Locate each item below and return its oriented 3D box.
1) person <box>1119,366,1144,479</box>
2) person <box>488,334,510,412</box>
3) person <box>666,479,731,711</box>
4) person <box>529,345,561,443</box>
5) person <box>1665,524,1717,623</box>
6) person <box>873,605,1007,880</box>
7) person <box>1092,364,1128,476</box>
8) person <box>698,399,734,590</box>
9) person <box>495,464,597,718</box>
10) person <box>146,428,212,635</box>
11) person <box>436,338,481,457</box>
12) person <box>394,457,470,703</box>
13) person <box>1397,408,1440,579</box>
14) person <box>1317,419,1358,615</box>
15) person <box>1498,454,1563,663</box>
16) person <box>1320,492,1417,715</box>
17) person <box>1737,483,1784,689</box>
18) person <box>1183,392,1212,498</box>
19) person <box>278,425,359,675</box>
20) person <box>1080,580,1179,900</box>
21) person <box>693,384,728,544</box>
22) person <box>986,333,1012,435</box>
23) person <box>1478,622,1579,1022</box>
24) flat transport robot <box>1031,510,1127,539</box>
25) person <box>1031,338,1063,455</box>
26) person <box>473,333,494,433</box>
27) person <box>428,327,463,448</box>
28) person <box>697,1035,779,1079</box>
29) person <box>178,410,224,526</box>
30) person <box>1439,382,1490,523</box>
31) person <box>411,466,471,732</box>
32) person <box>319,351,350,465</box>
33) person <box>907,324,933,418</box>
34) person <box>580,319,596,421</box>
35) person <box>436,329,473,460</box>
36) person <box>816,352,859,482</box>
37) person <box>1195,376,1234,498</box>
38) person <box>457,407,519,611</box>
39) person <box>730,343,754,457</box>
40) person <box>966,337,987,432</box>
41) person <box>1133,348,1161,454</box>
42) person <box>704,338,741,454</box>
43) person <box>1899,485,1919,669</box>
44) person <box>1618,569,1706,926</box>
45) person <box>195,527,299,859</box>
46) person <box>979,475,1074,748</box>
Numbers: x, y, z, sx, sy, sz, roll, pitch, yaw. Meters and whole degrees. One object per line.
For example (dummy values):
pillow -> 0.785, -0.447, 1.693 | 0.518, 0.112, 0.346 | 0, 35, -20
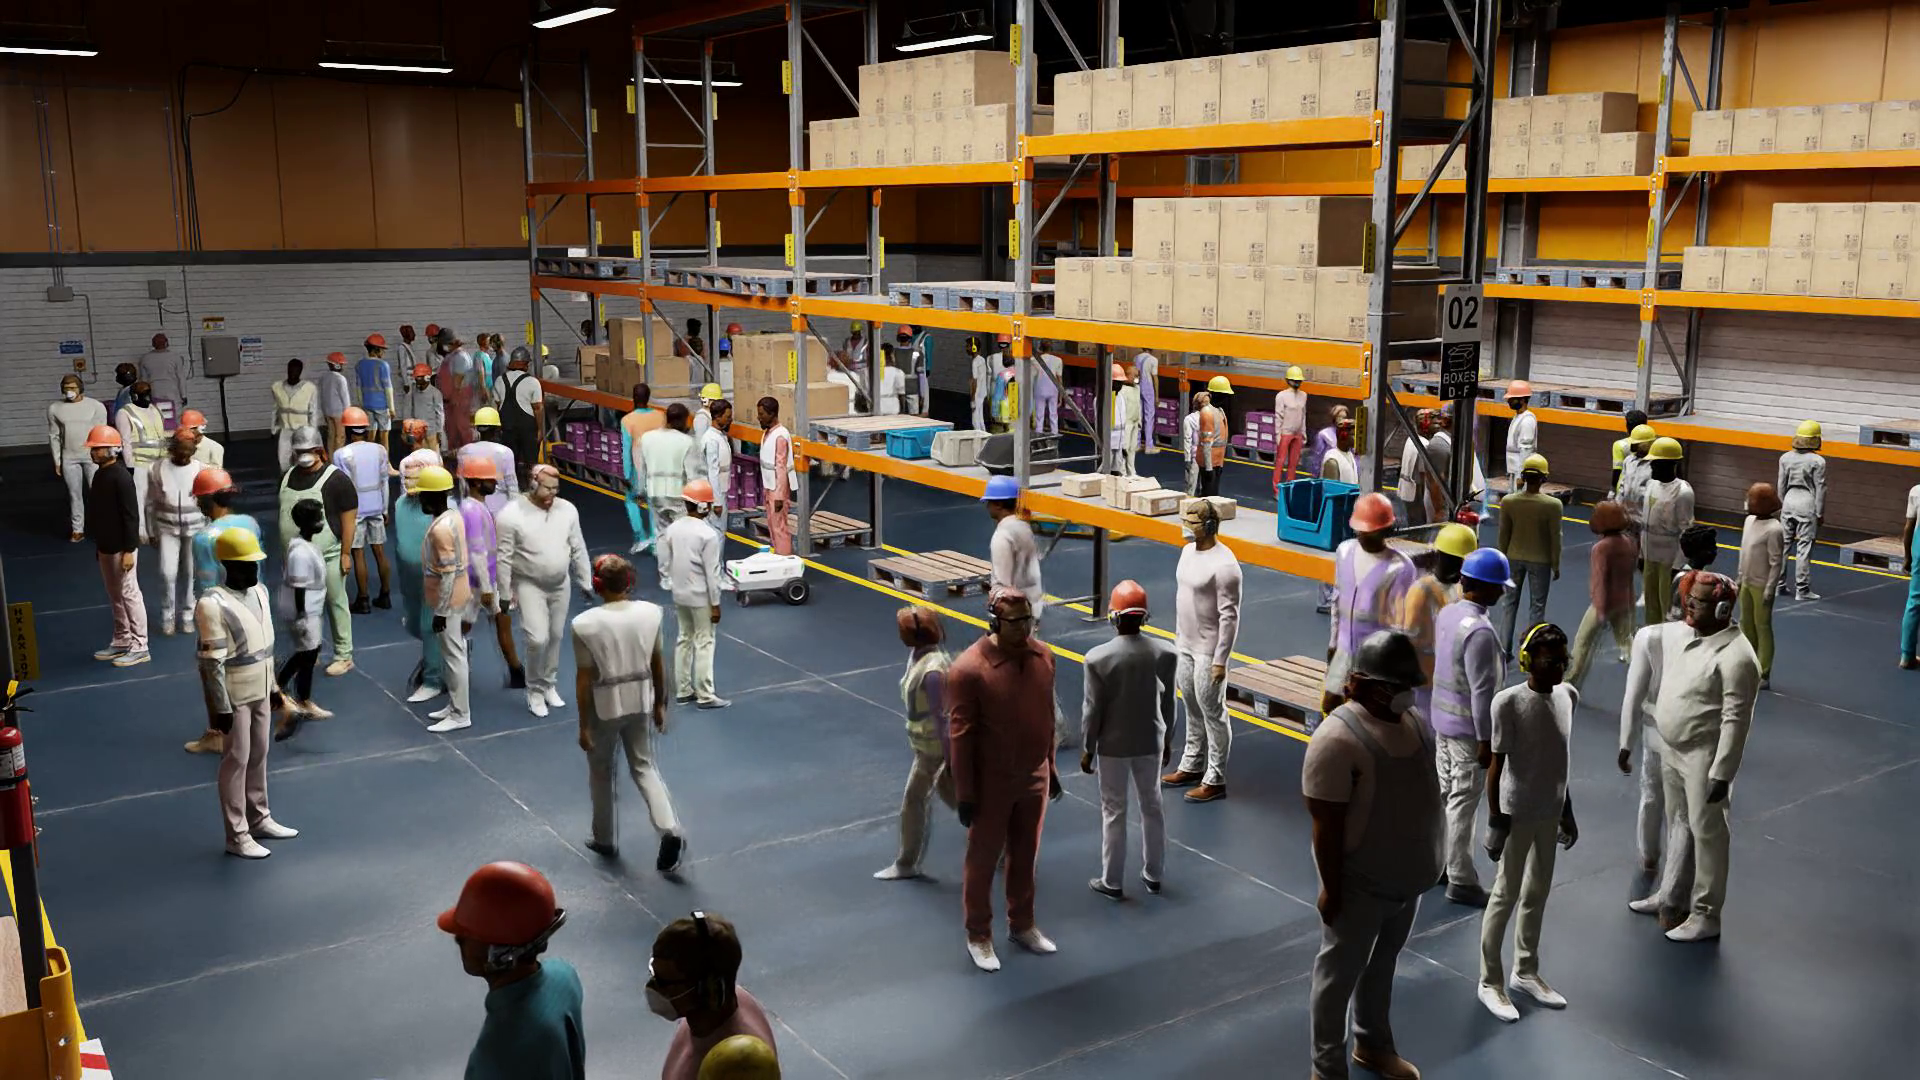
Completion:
person -> 2.377, -1.615, 23.190 | 0.299, 1.622, 0.504 | 8, 13, 34
person -> -6.927, -2.160, 25.214 | 0.383, 1.932, 0.622 | -3, 11, -15
person -> -1.963, 0.408, 12.534 | 0.574, 1.743, 0.357 | 11, 15, 44
person -> -6.340, -2.103, 25.350 | 0.521, 1.761, 0.346 | 4, 12, 20
person -> 4.808, 0.731, 10.991 | 0.321, 1.697, 0.530 | 7, 13, 33
person -> -0.071, 1.123, 9.237 | 0.772, 1.605, 0.532 | -1, 11, -6
person -> 1.826, -1.139, 19.945 | 0.365, 1.939, 0.542 | 10, 15, 42
person -> -2.418, -0.453, 16.521 | 0.402, 1.909, 0.599 | 0, 11, -3
person -> -3.075, 0.368, 12.388 | 0.658, 1.876, 0.588 | -11, 15, -43
person -> -6.855, -0.069, 14.710 | 0.588, 1.848, 0.495 | -4, 12, -20
person -> -7.781, -2.204, 25.606 | 0.770, 1.859, 0.566 | -3, 11, -14
person -> -4.061, 0.279, 12.835 | 0.642, 1.884, 0.664 | 6, 13, 29
person -> 4.479, -0.374, 16.262 | 0.375, 1.843, 0.574 | 0, 11, 0
person -> 3.509, -0.221, 15.504 | 0.393, 1.838, 0.560 | 6, 12, 28
person -> 4.690, 0.173, 13.701 | 0.525, 1.761, 0.336 | 9, 14, 39
person -> 2.517, 0.683, 10.408 | 0.444, 2.017, 0.645 | -8, 14, -36
person -> 6.252, 0.359, 13.061 | 0.287, 1.631, 0.501 | 0, 11, -2
person -> 2.838, -0.938, 19.673 | 0.515, 1.645, 0.309 | -8, 14, -37
person -> -5.232, 0.084, 13.420 | 0.688, 2.000, 0.539 | 3, 12, 16
person -> 0.905, 1.082, 9.049 | 0.563, 1.752, 0.341 | -4, 12, -19
person -> -2.811, -0.856, 18.794 | 0.403, 1.823, 0.586 | 0, 11, 0
person -> 0.667, -2.240, 25.612 | 0.545, 1.929, 0.388 | 2, 11, 11
person -> 2.660, 1.286, 7.710 | 0.538, 1.869, 0.312 | -5, 12, -26
flat transport robot -> 1.283, -0.211, 19.476 | 1.431, 0.197, 0.652 | 5, 12, 23
person -> 1.331, -2.215, 25.690 | 0.507, 1.846, 0.344 | 0, 11, -2
person -> -7.564, -2.372, 26.478 | 0.386, 1.849, 0.568 | -1, 11, -7
person -> -7.997, -2.342, 26.027 | 0.603, 1.966, 0.372 | -11, 15, -43
person -> -0.562, 2.055, 4.142 | 0.491, 1.729, 0.324 | 3, 12, 17
person -> -7.754, -0.462, 16.991 | 0.560, 1.741, 0.363 | 4, 12, 19
person -> 5.988, -1.131, 20.084 | 0.590, 1.884, 1.001 | -9, 14, -39
person -> -3.720, 0.420, 11.995 | 0.363, 1.928, 0.587 | -3, 11, -14
person -> -8.994, -1.848, 24.047 | 0.573, 1.748, 0.342 | 8, 13, 34
person -> -0.786, -3.161, 30.583 | 0.639, 1.830, 0.429 | 9, 14, 39
person -> -6.321, -2.829, 28.623 | 0.370, 1.933, 0.627 | -3, 11, -14
person -> -7.673, -2.220, 25.212 | 0.560, 2.000, 0.693 | -7, 13, -33
person -> -1.714, -1.707, 23.196 | 0.592, 1.819, 0.636 | -7, 13, -31
person -> 2.863, -0.886, 18.716 | 0.399, 1.919, 0.582 | 5, 12, 25
person -> -4.391, -0.283, 15.590 | 0.586, 1.928, 0.372 | 3, 11, 13
person -> -3.306, -2.100, 25.104 | 0.325, 1.842, 0.516 | -11, 15, -44
person -> 0.242, -2.167, 25.418 | 0.332, 1.860, 0.515 | 3, 11, 14
person -> 2.905, -2.262, 25.935 | 0.330, 1.842, 0.520 | -9, 14, -40
person -> -3.386, -1.928, 23.956 | 0.607, 1.948, 0.389 | -4, 12, -22
person -> 7.915, 0.172, 13.479 | 0.329, 1.842, 0.509 | -8, 13, -34
person -> 3.876, 1.058, 8.945 | 0.577, 1.832, 0.999 | 6, 12, 26
person -> -4.148, 0.873, 9.676 | 0.366, 1.927, 0.585 | 1, 11, 8
person -> 0.474, 0.503, 11.645 | 0.737, 1.913, 0.628 | 3, 11, 14
